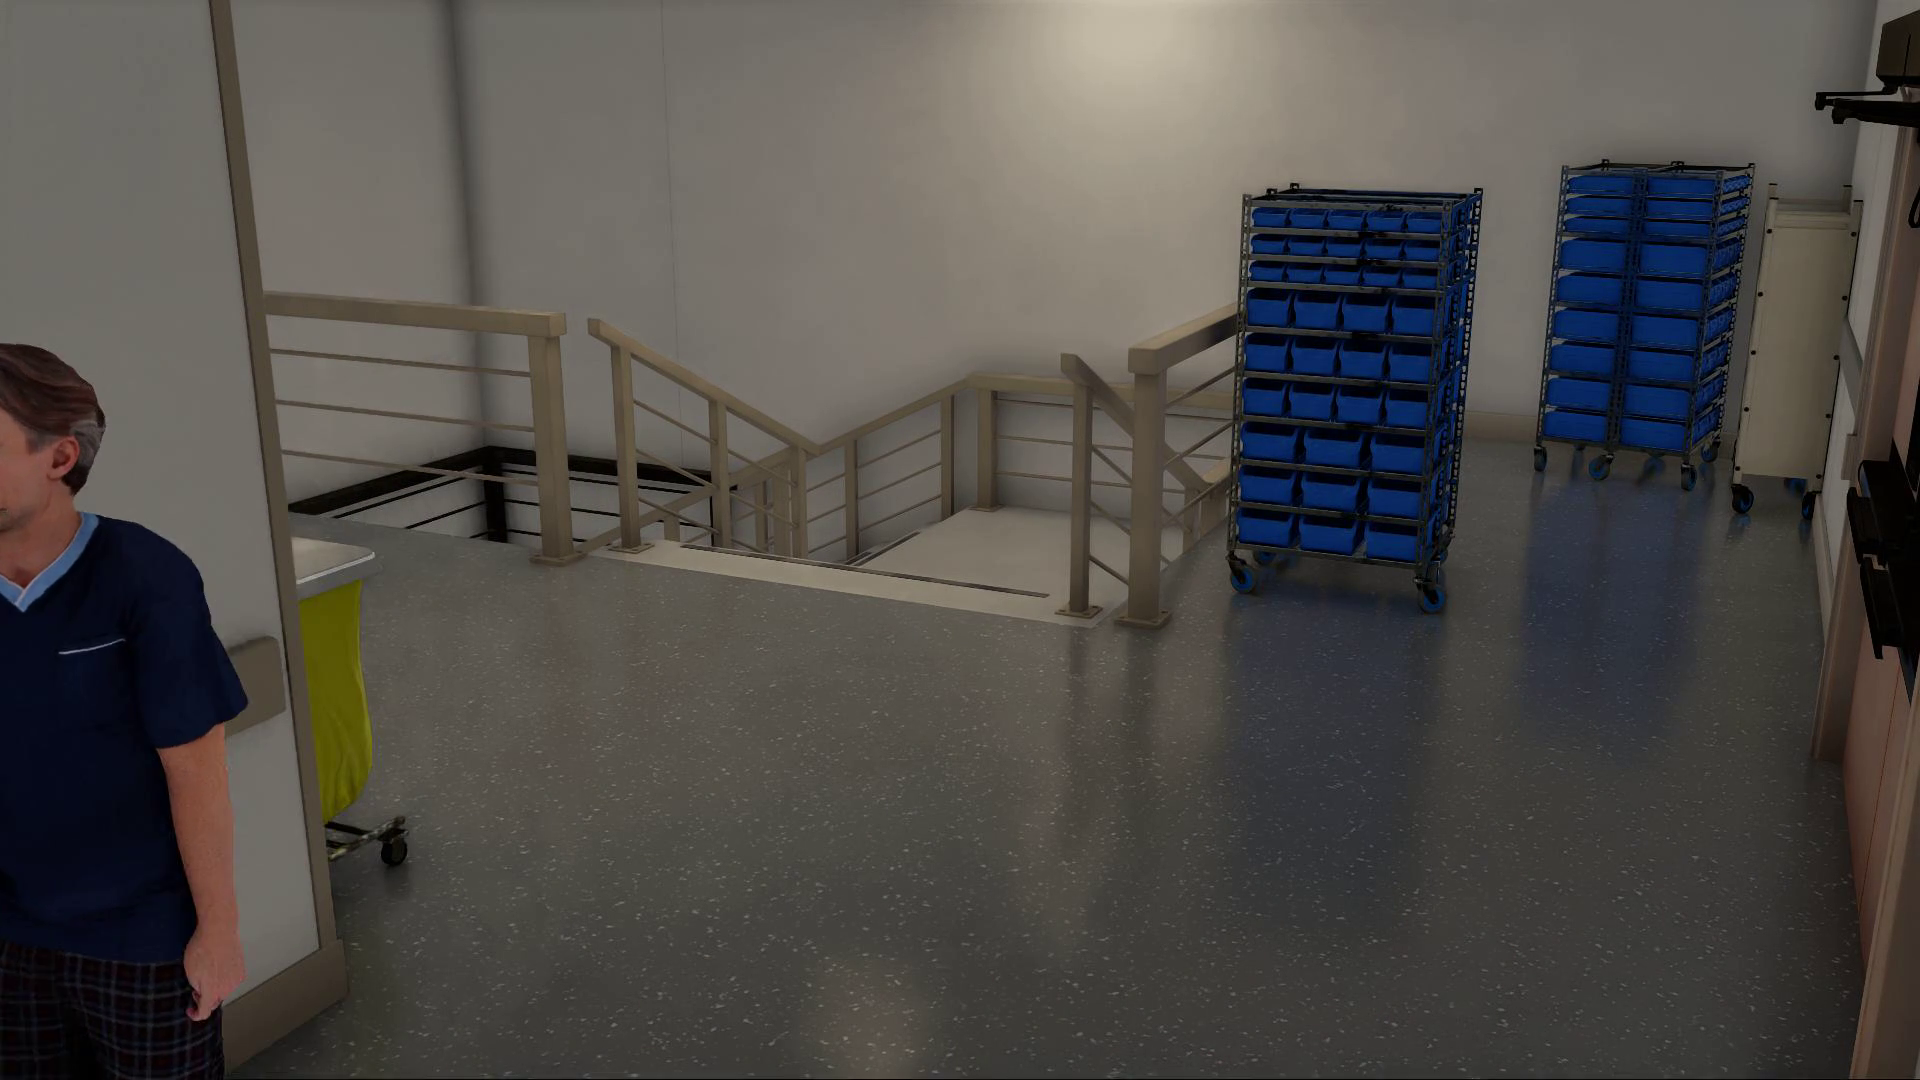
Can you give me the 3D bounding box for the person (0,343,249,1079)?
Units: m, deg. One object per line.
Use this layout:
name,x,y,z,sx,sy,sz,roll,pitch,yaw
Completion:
person,-1.343,0.588,2.747,0.780,1.860,0.823,2,16,7
